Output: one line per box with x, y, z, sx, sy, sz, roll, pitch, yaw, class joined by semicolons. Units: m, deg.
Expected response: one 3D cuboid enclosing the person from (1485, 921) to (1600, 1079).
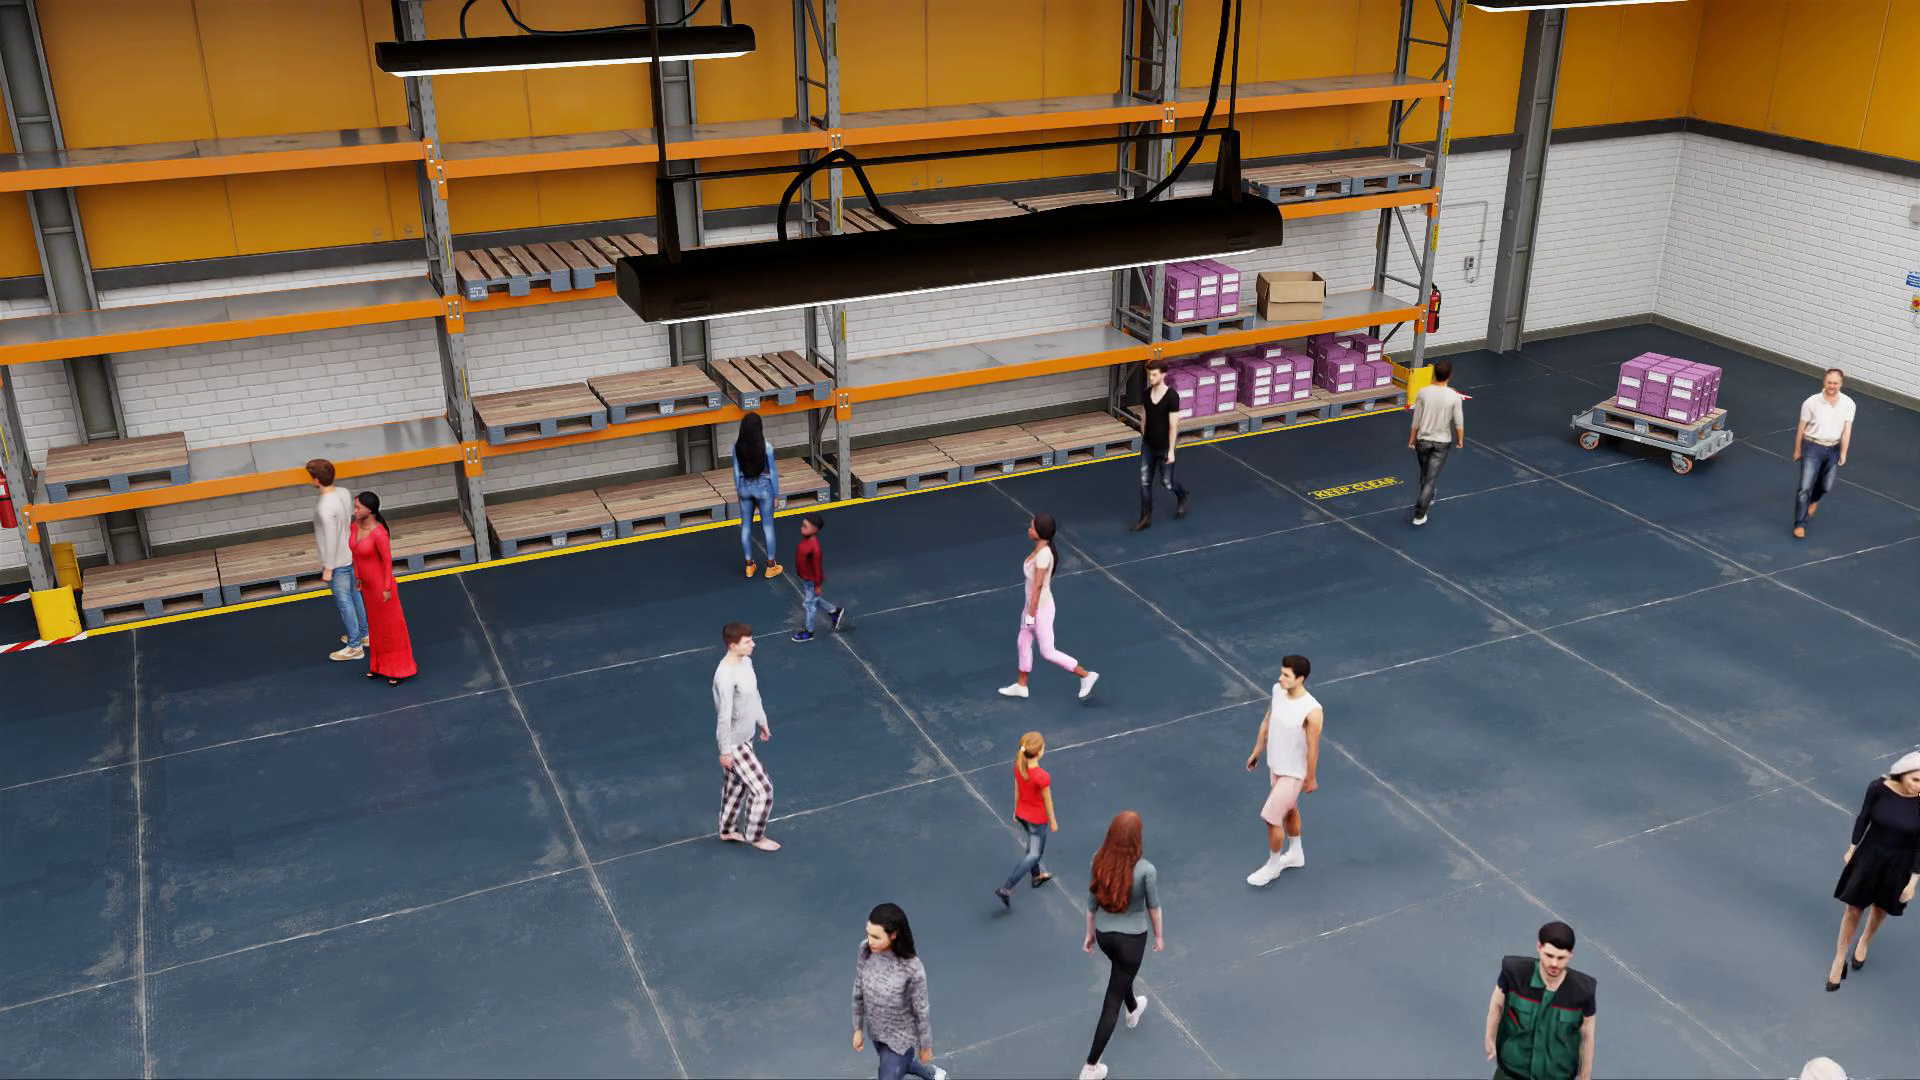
3.105;2.783;8.973;0.860;1.881;0.923;7;25;15;person

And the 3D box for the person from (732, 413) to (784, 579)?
-2.031;-0.444;16.562;0.650;1.714;0.738;5;24;12;person

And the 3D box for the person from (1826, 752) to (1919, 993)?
5.997;2.085;10.770;0.835;1.720;0.957;15;28;31;person

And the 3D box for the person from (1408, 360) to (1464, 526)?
5.043;-1.003;17.777;1.088;1.765;1.229;13;27;26;person

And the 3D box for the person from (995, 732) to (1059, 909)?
0.464;1.959;11.592;0.873;1.294;0.597;-18;29;-36;person

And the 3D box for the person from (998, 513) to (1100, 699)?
0.773;0.609;14.151;1.164;1.717;0.926;1;24;3;person

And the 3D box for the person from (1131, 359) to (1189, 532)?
2.175;-1.019;17.678;0.964;1.875;1.176;18;30;36;person

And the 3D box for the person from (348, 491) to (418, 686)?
-5.071;0.411;14.519;0.723;1.784;0.755;14;27;29;person

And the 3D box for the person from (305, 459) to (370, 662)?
-5.569;0.163;14.945;0.736;1.898;0.749;0;24;1;person

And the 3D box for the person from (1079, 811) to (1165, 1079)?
0.926;2.461;9.940;1.053;1.695;1.225;13;27;27;person

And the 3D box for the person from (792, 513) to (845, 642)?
-1.312;0.333;15.374;0.769;1.242;0.535;-9;25;-19;person

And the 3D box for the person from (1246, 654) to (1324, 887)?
2.414;1.596;11.829;0.796;1.768;0.684;-7;25;-16;person

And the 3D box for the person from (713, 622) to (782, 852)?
-1.703;1.428;12.133;0.908;1.833;0.845;4;24;9;person

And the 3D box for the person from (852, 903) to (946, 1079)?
-0.322;2.724;9.343;0.961;1.693;1.213;16;29;33;person

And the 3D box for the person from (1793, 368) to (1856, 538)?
9.113;-0.966;17.609;1.029;1.833;1.102;9;25;21;person
